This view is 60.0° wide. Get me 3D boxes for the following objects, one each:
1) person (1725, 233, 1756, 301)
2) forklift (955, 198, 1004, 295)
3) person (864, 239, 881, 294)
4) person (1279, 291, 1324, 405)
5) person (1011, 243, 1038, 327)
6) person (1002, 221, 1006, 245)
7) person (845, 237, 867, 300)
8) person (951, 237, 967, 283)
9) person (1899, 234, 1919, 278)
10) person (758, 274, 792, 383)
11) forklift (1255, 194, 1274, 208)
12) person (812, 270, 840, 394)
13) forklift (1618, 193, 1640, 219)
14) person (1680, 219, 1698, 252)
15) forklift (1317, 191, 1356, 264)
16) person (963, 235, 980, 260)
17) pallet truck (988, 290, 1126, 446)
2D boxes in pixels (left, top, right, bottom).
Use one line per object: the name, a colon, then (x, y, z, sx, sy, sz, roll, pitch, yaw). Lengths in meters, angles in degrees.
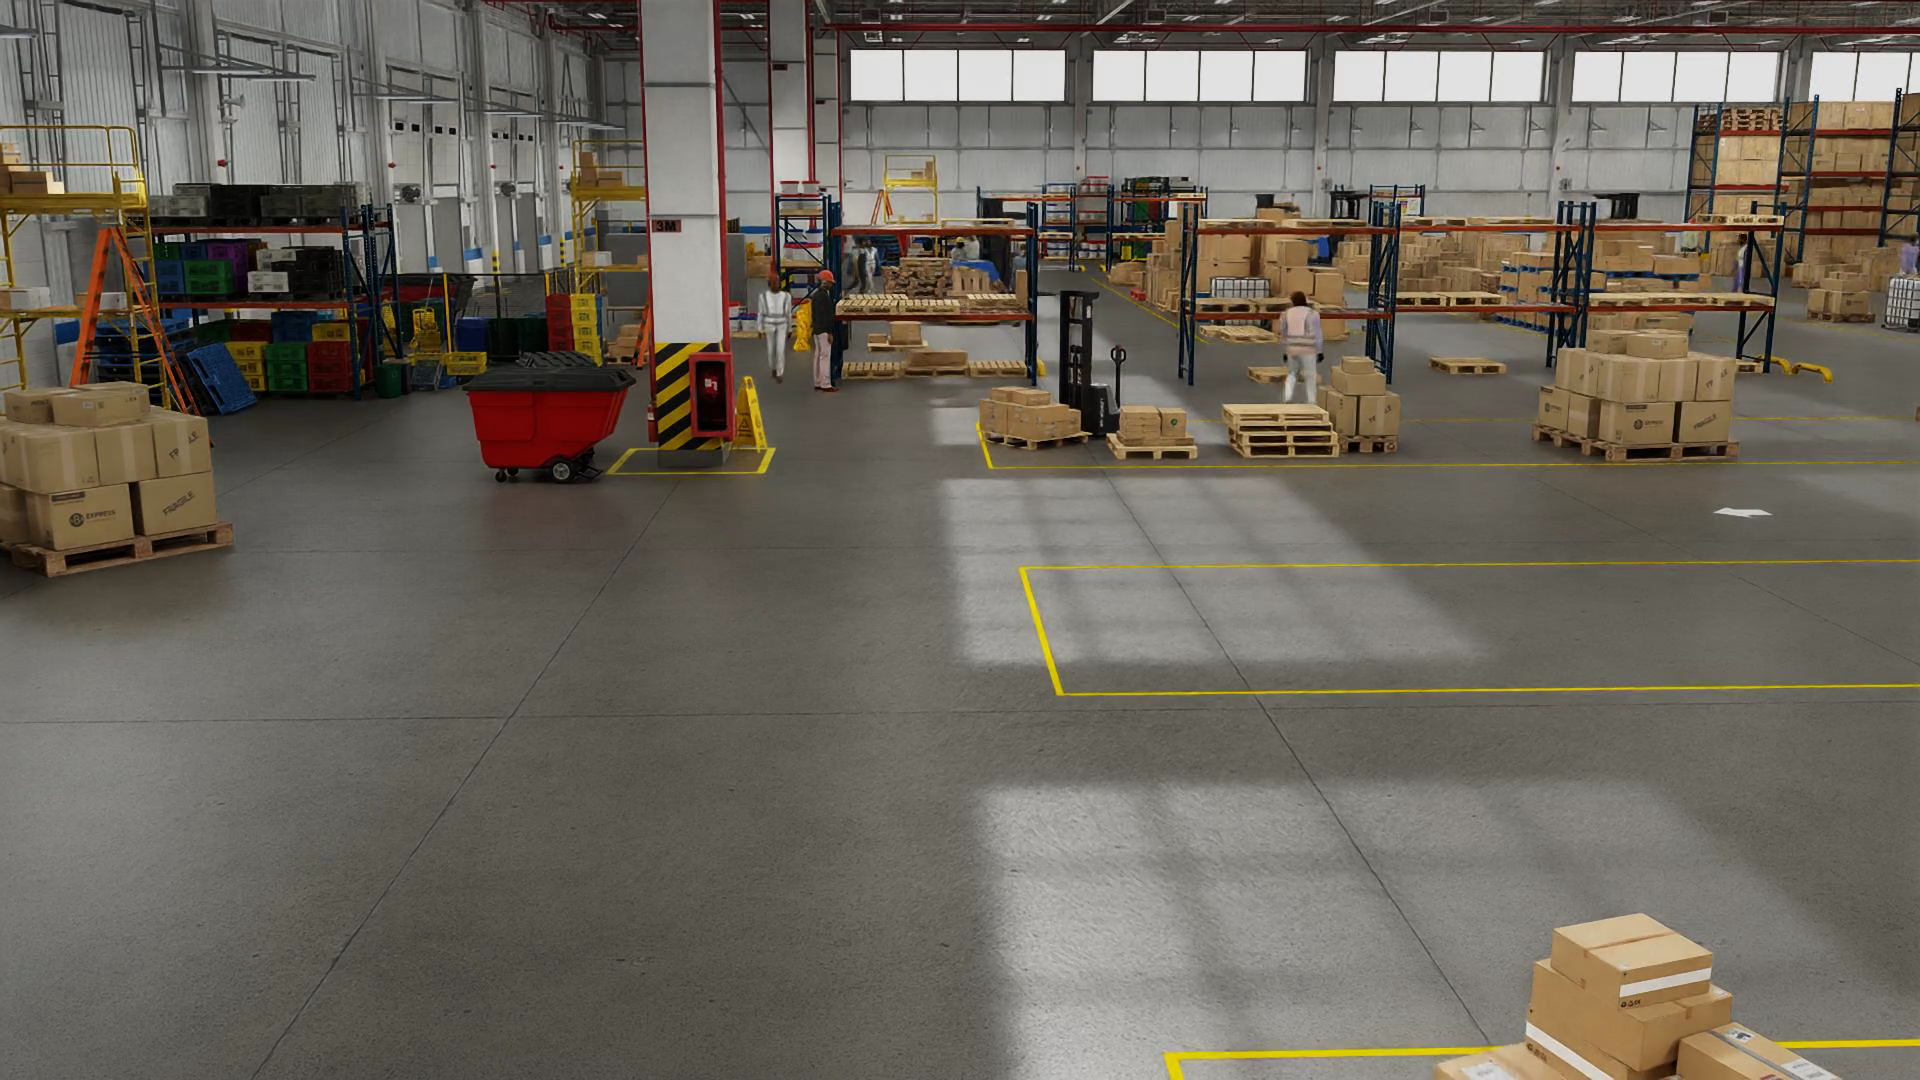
person: (21.437, -7.440, 45.570, 0.833, 1.887, 0.646, 3, 13, 14)
forklift: (0.884, -8.174, 46.626, 1.873, 2.768, 1.129, -4, 13, -18)
person: (-2.659, -8.091, 49.175, 0.567, 1.593, 0.852, -5, 13, -21)
person: (5.093, -2.806, 24.849, 0.681, 1.810, 0.462, 9, 15, 35)
person: (1.489, -5.877, 38.411, 0.627, 1.936, 0.377, 4, 13, 18)
person: (1.499, -10.713, 60.235, 0.361, 1.938, 0.545, 4, 13, 19)
person: (-2.866, -7.509, 46.077, 0.665, 1.806, 0.519, 10, 16, 37)
person: (-0.011, -7.680, 46.985, 0.483, 1.745, 0.305, -6, 14, -25)
person: (25.852, -7.362, 45.246, 0.639, 1.886, 1.036, -5, 13, -20)
person: (-3.175, -3.645, 28.545, 0.579, 1.854, 0.900, -2, 13, -7)
forklift: (9.979, -9.959, 54.685, 1.873, 2.768, 1.129, 7, 14, 27)
person: (-2.198, -3.374, 26.994, 0.393, 1.985, 0.611, -6, 14, -25)
forklift: (23.129, -10.624, 57.689, 1.873, 2.768, 1.129, 0, 12, -2)
person: (25.585, -10.306, 58.402, 0.613, 1.950, 0.903, 7, 14, 29)
forklift: (14.584, -11.932, 63.592, 1.129, 2.768, 1.873, -3, 13, -13)
person: (0.307, -7.910, 47.612, 0.641, 1.927, 0.649, -10, 16, -37)
pallet truck: (1.257, -2.299, 22.111, 1.885, 1.965, 0.823, -9, 15, -35)
